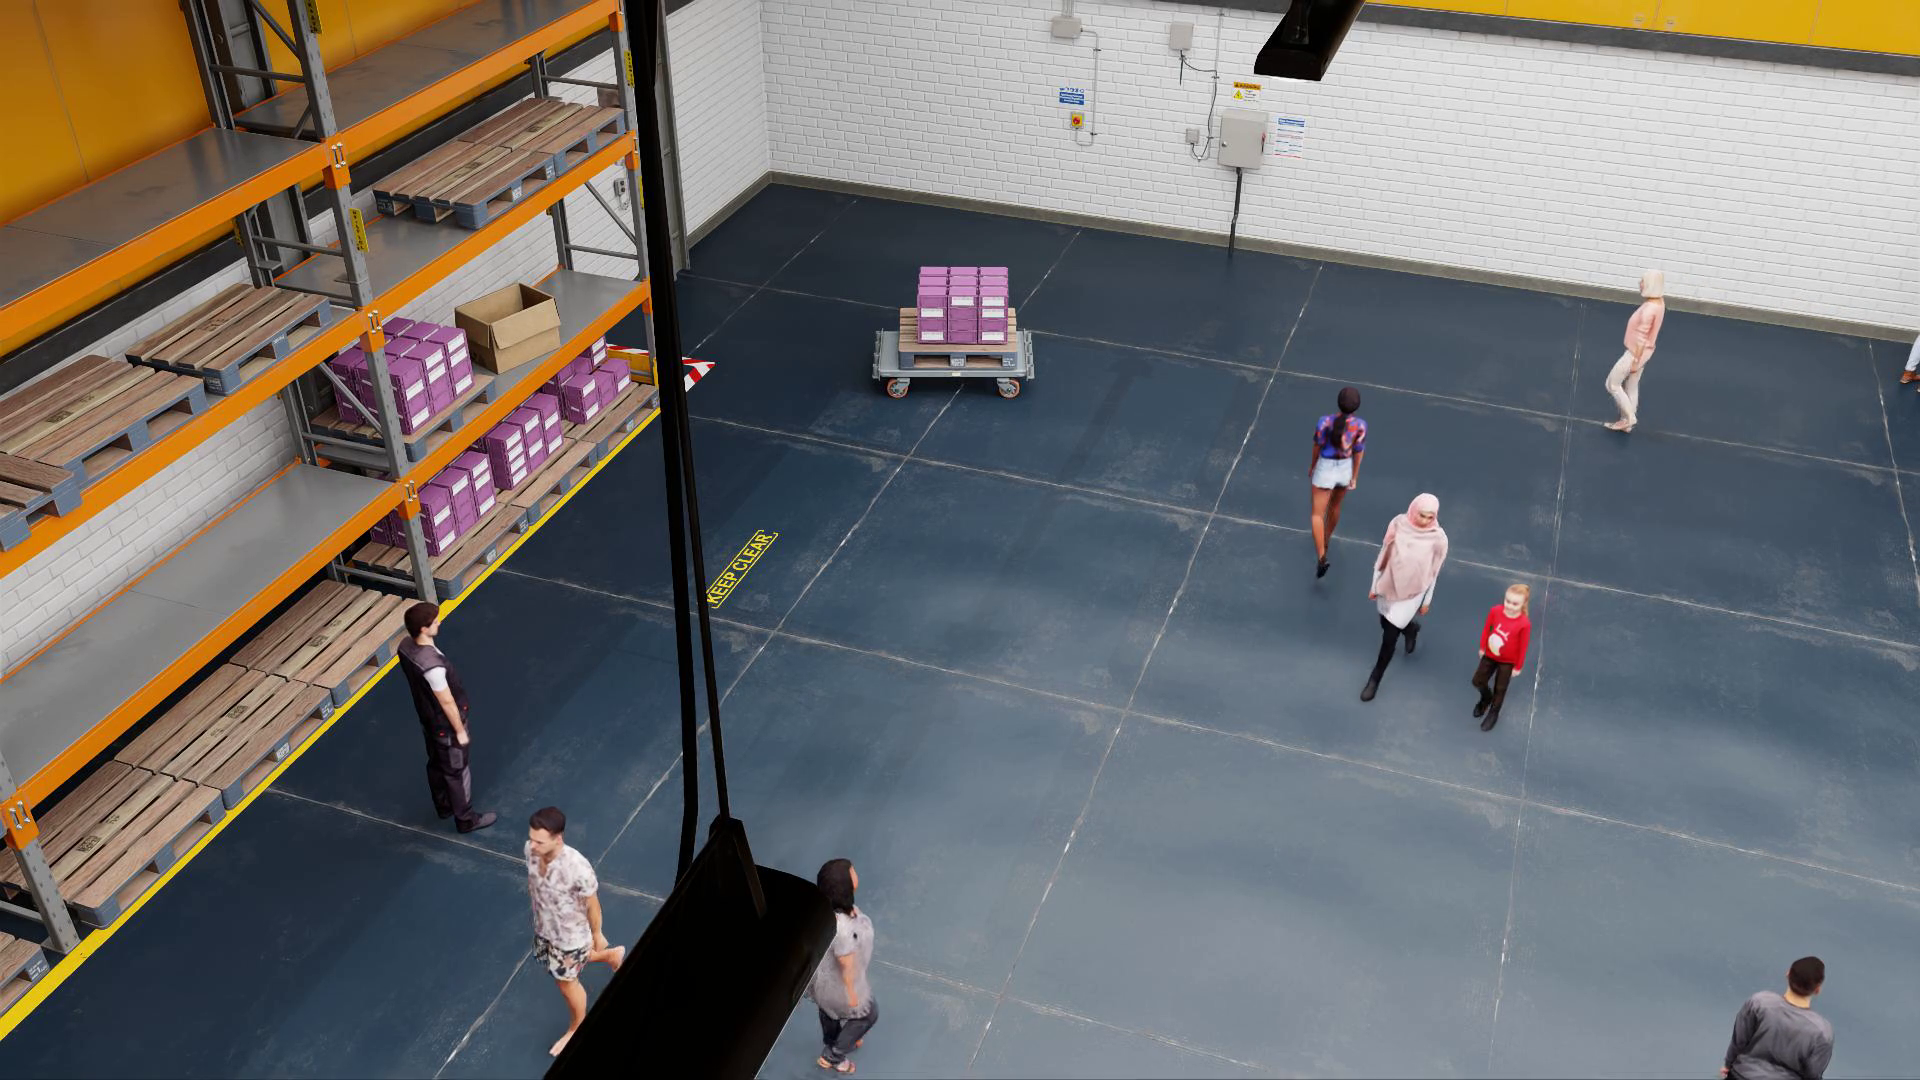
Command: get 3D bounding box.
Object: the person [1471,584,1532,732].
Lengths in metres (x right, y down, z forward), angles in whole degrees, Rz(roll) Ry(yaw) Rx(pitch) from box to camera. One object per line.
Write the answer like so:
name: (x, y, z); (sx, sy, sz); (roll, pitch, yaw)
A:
person: (4.077, 0.840, 12.450); (0.575, 1.273, 0.605); (25, 41, 32)

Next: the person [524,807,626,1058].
person: (-2.284, 2.227, 9.893); (0.863, 1.794, 1.051); (23, 40, 31)

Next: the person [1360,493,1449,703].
person: (3.398, 0.364, 12.716); (0.833, 1.772, 1.155); (21, 39, 29)

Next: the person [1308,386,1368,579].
person: (3.149, -0.487, 14.046); (0.800, 1.717, 1.139); (2, 34, 4)

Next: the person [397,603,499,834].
person: (-3.559, 1.213, 11.370); (0.726, 1.847, 0.737); (-28, 43, -35)

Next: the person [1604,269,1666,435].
person: (6.596, -1.779, 15.987); (0.715, 1.719, 0.575); (17, 37, 24)

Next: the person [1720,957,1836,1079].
person: (4.319, 2.896, 8.916); (0.674, 1.761, 0.617); (22, 39, 29)

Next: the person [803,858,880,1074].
person: (-0.774, 2.511, 9.640); (0.835, 1.600, 0.785); (-18, 37, -24)
